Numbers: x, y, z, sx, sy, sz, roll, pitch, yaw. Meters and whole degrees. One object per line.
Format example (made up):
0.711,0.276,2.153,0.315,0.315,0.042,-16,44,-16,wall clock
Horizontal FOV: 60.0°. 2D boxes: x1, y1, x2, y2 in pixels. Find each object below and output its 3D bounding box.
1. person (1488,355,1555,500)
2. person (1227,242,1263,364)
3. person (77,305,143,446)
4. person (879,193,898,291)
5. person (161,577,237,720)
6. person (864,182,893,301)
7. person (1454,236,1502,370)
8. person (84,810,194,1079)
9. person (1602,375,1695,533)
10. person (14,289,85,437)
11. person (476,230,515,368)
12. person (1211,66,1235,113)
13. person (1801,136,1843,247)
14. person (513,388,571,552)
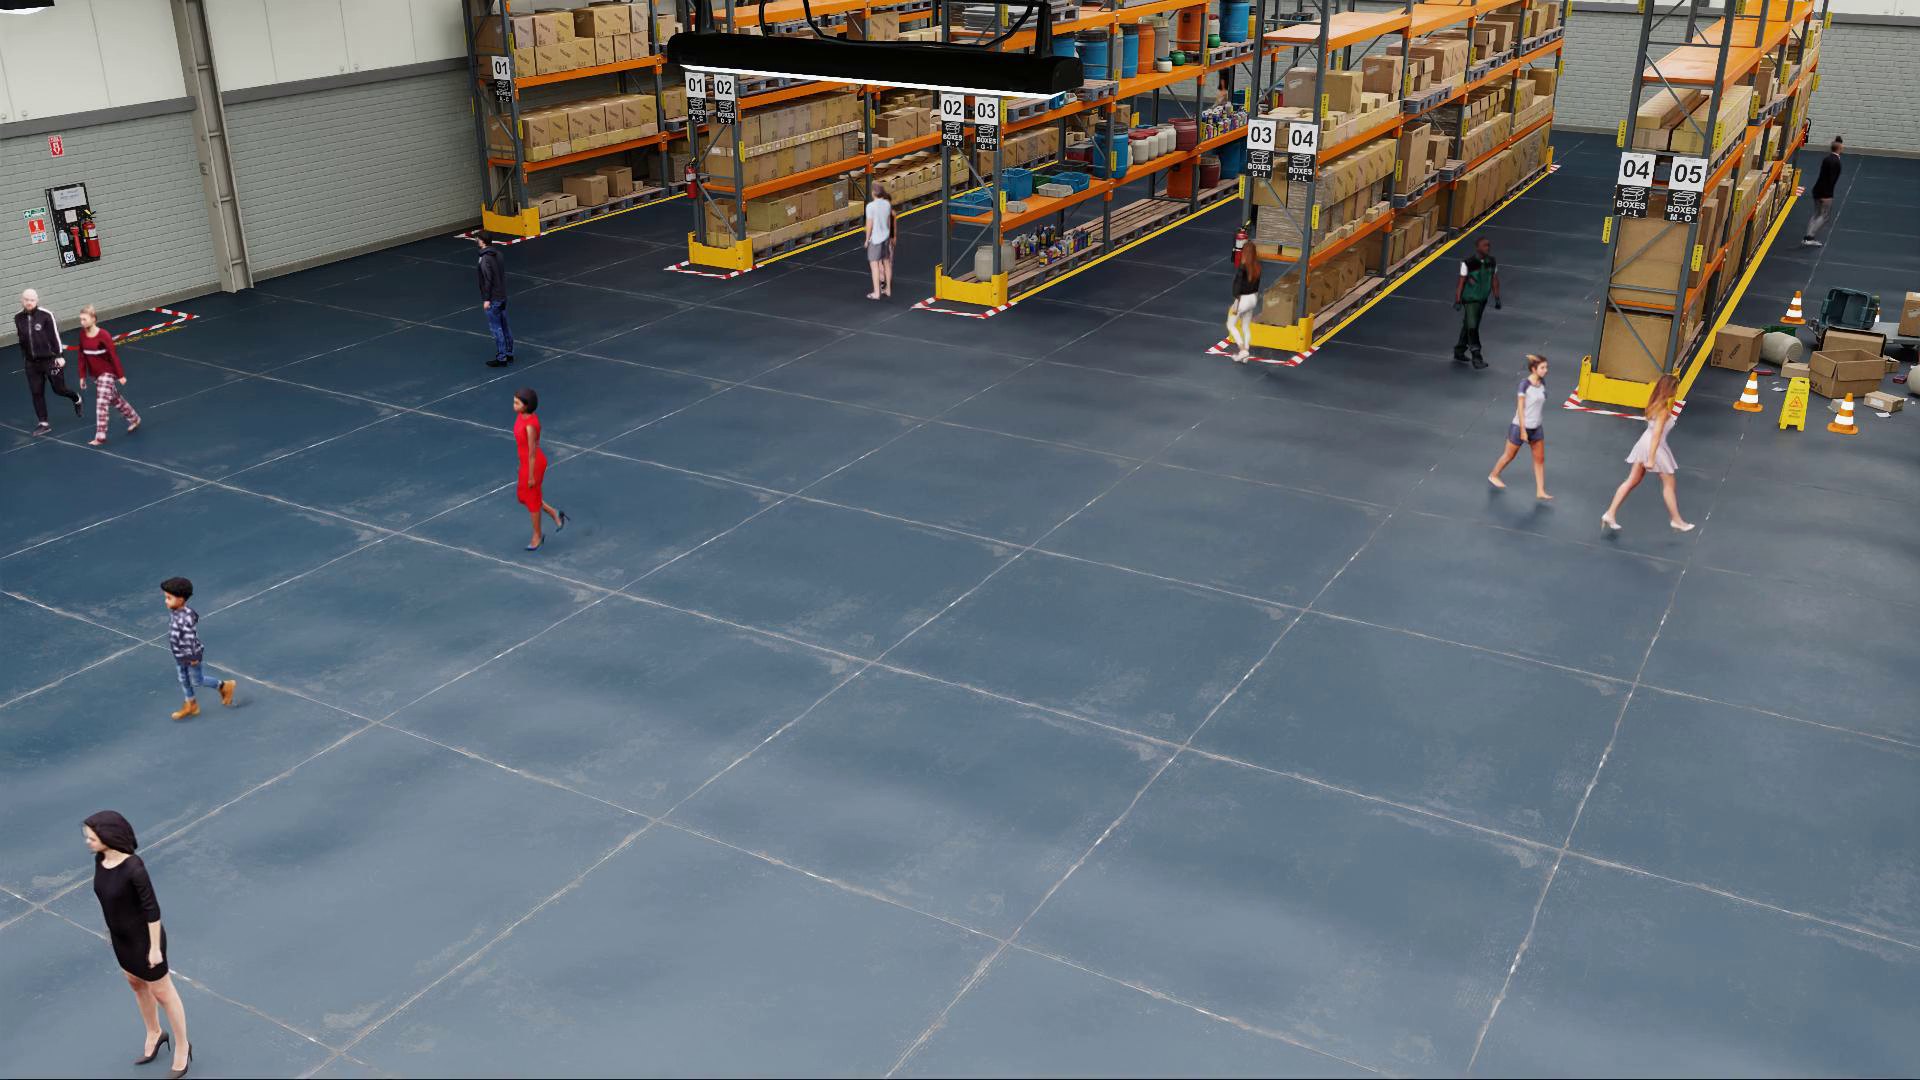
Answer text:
6.207,-1.256,18.426,1.046,1.582,0.993,-11,26,-25,person
3.987,-3.252,22.973,0.698,1.696,0.798,-16,28,-33,person
-10.301,-2.007,20.110,0.764,1.645,1.159,6,24,15,person
-1.205,-4.853,26.954,0.917,1.527,1.073,-1,23,-3,person
-6.372,0.889,13.820,0.804,1.238,0.624,-20,30,-38,person
-1.282,-4.743,26.305,0.597,1.831,0.780,-20,30,-39,person
7.046,-3.301,22.952,1.132,1.803,1.136,-9,25,-21,person
-4.774,2.340,9.684,0.599,1.804,0.509,15,27,31,person
7.097,-0.853,17.309,0.927,1.713,1.148,3,23,7,person
-11.152,-2.211,20.369,0.960,1.819,1.079,3,23,6,person
-6.413,-3.336,22.922,0.807,1.892,0.634,4,23,10,person
6.537,-11.271,41.684,0.811,1.811,1.115,16,28,33,person
15.306,-6.181,29.571,0.937,1.924,0.783,8,24,18,person
-4.302,-0.731,16.998,0.866,1.733,0.783,-12,26,-26,person
